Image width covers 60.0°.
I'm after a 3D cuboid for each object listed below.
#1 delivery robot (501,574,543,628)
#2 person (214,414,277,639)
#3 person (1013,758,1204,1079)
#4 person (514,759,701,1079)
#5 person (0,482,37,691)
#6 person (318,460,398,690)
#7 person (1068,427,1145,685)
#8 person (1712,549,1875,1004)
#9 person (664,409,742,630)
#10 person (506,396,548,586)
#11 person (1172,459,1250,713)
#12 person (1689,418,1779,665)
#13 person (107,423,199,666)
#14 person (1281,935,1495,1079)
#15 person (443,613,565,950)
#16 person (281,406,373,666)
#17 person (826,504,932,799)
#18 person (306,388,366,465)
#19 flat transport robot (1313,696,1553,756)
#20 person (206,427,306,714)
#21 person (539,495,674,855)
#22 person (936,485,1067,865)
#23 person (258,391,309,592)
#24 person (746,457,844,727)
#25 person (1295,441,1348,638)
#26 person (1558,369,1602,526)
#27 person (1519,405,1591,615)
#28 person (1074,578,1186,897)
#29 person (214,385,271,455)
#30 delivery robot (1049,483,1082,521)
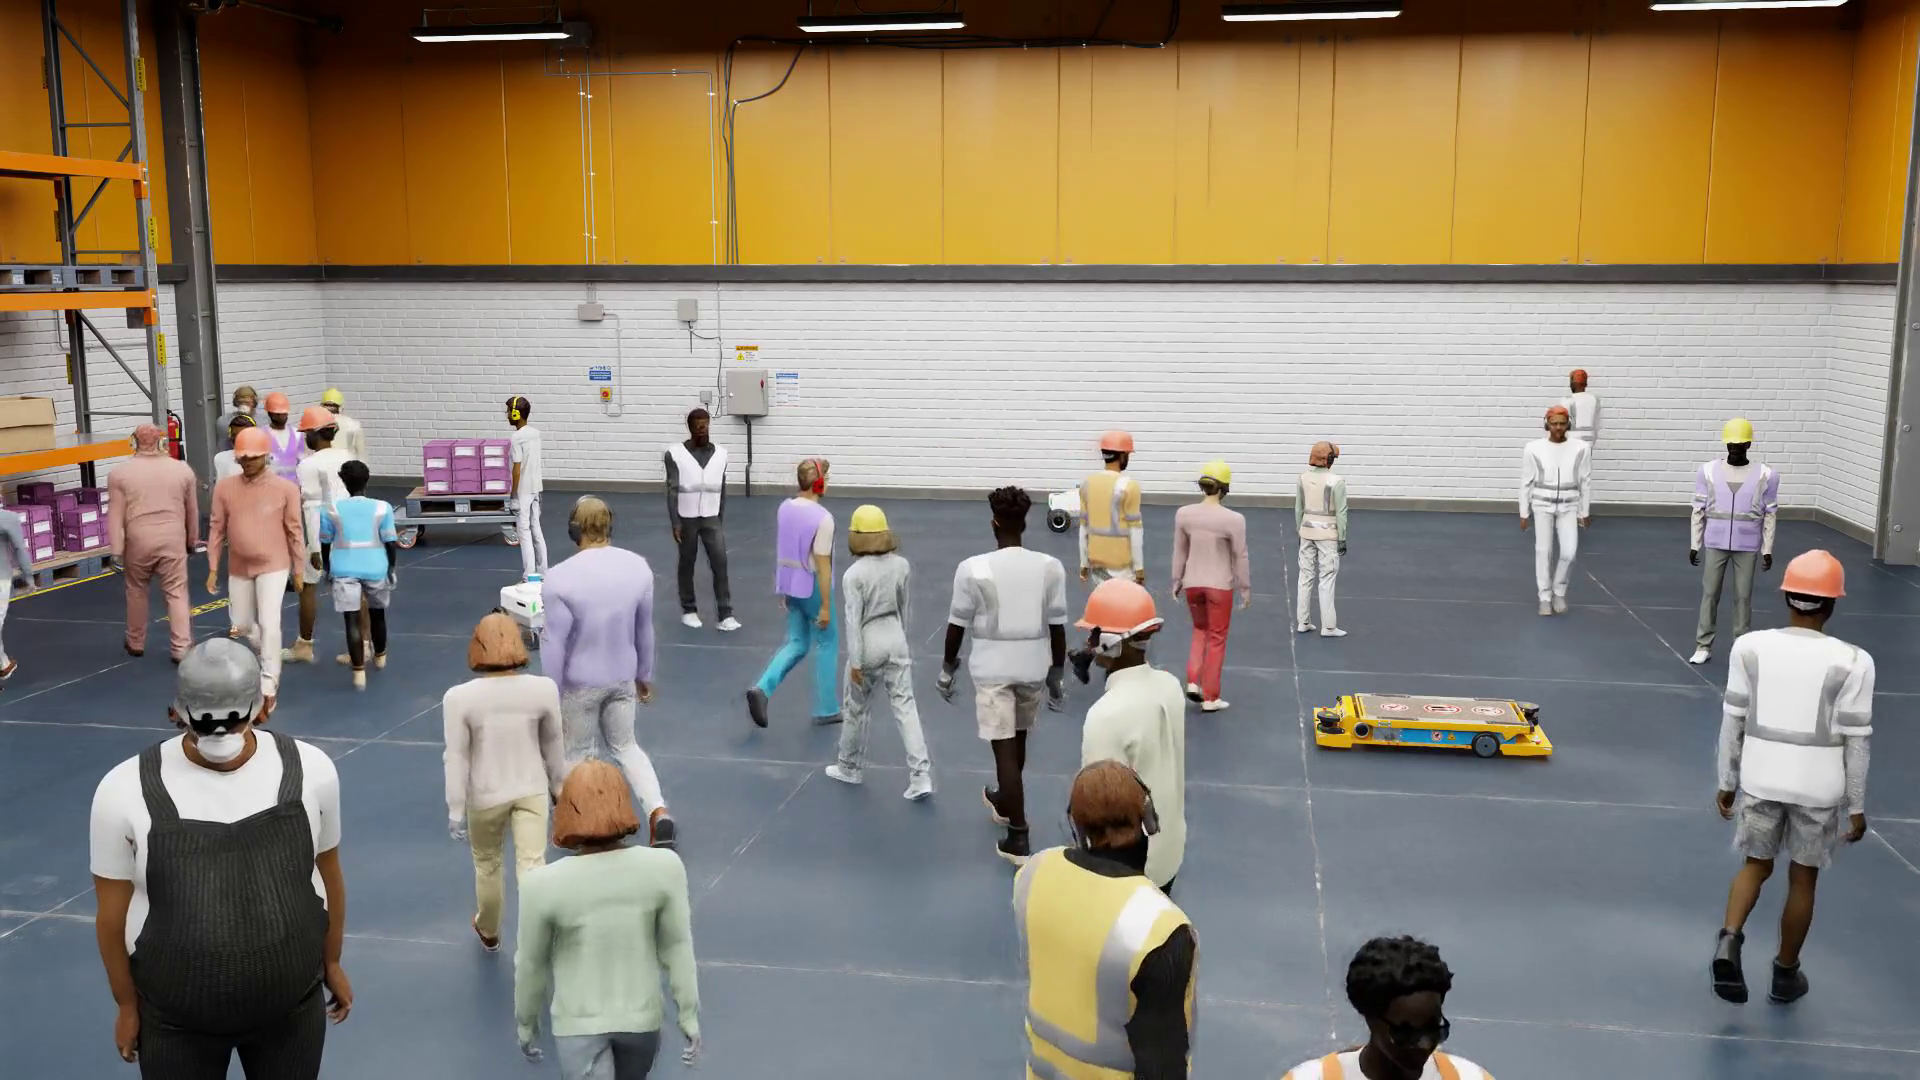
[{"bbox_3d":[-3.490,0.520,13.650,0.477,0.478,0.707,-7,11,-37],"label":"delivery robot"},{"bbox_3d":[-5.919,-0.116,13.844,0.519,1.865,0.331,-4,10,-23],"label":"person"},{"bbox_3d":[0.455,1.444,4.374,0.750,1.793,0.633,-7,12,-38],"label":"person"},{"bbox_3d":[-1.081,1.439,5.039,0.516,1.572,0.859,-4,10,-26],"label":"person"},{"bbox_3d":[-7.019,0.286,12.126,0.529,1.593,0.796,-1,9,-3],"label":"person"},{"bbox_3d":[-4.455,0.229,12.327,0.544,1.652,0.844,-4,10,-23],"label":"person"},{"bbox_3d":[1.056,0.134,12.131,0.695,1.912,0.539,-7,12,-39],"label":"person"},{"bbox_3d":[3.361,1.002,6.765,0.566,1.916,0.646,9,13,43],"label":"person"},{"bbox_3d":[-2.160,-0.151,13.989,0.600,1.885,0.900,-5,11,-30],"label":"person"},{"bbox_3d":[-4.143,-0.437,15.844,0.315,1.860,0.509,2,9,12],"label":"person"},{"bbox_3d":[1.737,0.319,11.461,0.555,1.754,0.357,7,11,36],"label":"person"},{"bbox_3d":[5.921,0.025,12.762,0.595,1.925,0.371,5,10,29],"label":"person"},{"bbox_3d":[-6.302,0.024,12.973,0.683,1.858,0.946,-7,12,-37],"label":"person"},{"bbox_3d":[0.926,1.637,3.591,0.542,1.641,0.921,-2,9,-11],"label":"person"},{"bbox_3d":[-1.952,1.096,7.150,0.518,1.583,0.875,-4,10,-25],"label":"person"},{"bbox_3d":[-4.924,-0.023,12.812,0.887,2.005,0.613,4,10,25],"label":"person"},{"bbox_3d":[-0.461,0.638,9.643,0.492,1.703,0.876,-7,11,-35],"label":"person"},{"bbox_3d":[-6.677,-0.721,17.826,0.606,1.806,0.783,-4,10,-25],"label":"person"},{"bbox_3d":[3.023,1.179,10.728,1.431,0.197,0.652,2,9,10],"label":"flat transport robot"},{"bbox_3d":[-4.909,0.182,11.643,0.626,1.970,0.793,0,9,1],"label":"person"},{"bbox_3d":[-1.815,0.724,8.464,0.648,1.919,0.801,-9,13,-44],"label":"person"},{"bbox_3d":[0.200,0.666,8.777,0.633,1.917,0.958,-4,10,-22],"label":"person"},{"bbox_3d":[-6.410,-0.449,15.725,0.403,1.923,0.565,8,12,39],"label":"person"},{"bbox_3d":[-1.044,0.362,10.980,0.738,1.825,0.582,-8,12,-41],"label":"person"},{"bbox_3d":[3.007,-0.006,13.856,0.308,1.639,0.510,-8,12,-39],"label":"person"},{"bbox_3d":[7.354,-1.099,19.886,0.597,1.884,0.387,-2,9,-12],"label":"person"},{"bbox_3d":[5.240,-0.251,14.652,0.614,1.867,0.424,2,9,14],"label":"person"},{"bbox_3d":[0.578,1.112,5.880,0.425,1.980,0.625,7,12,37],"label":"person"},{"bbox_3d":[-7.059,-0.576,16.506,0.664,1.924,0.428,-1,9,-5],"label":"person"},{"bbox_3d":[1.399,-0.428,19.528,0.707,0.478,0.477,1,9,4],"label":"delivery robot"}]
